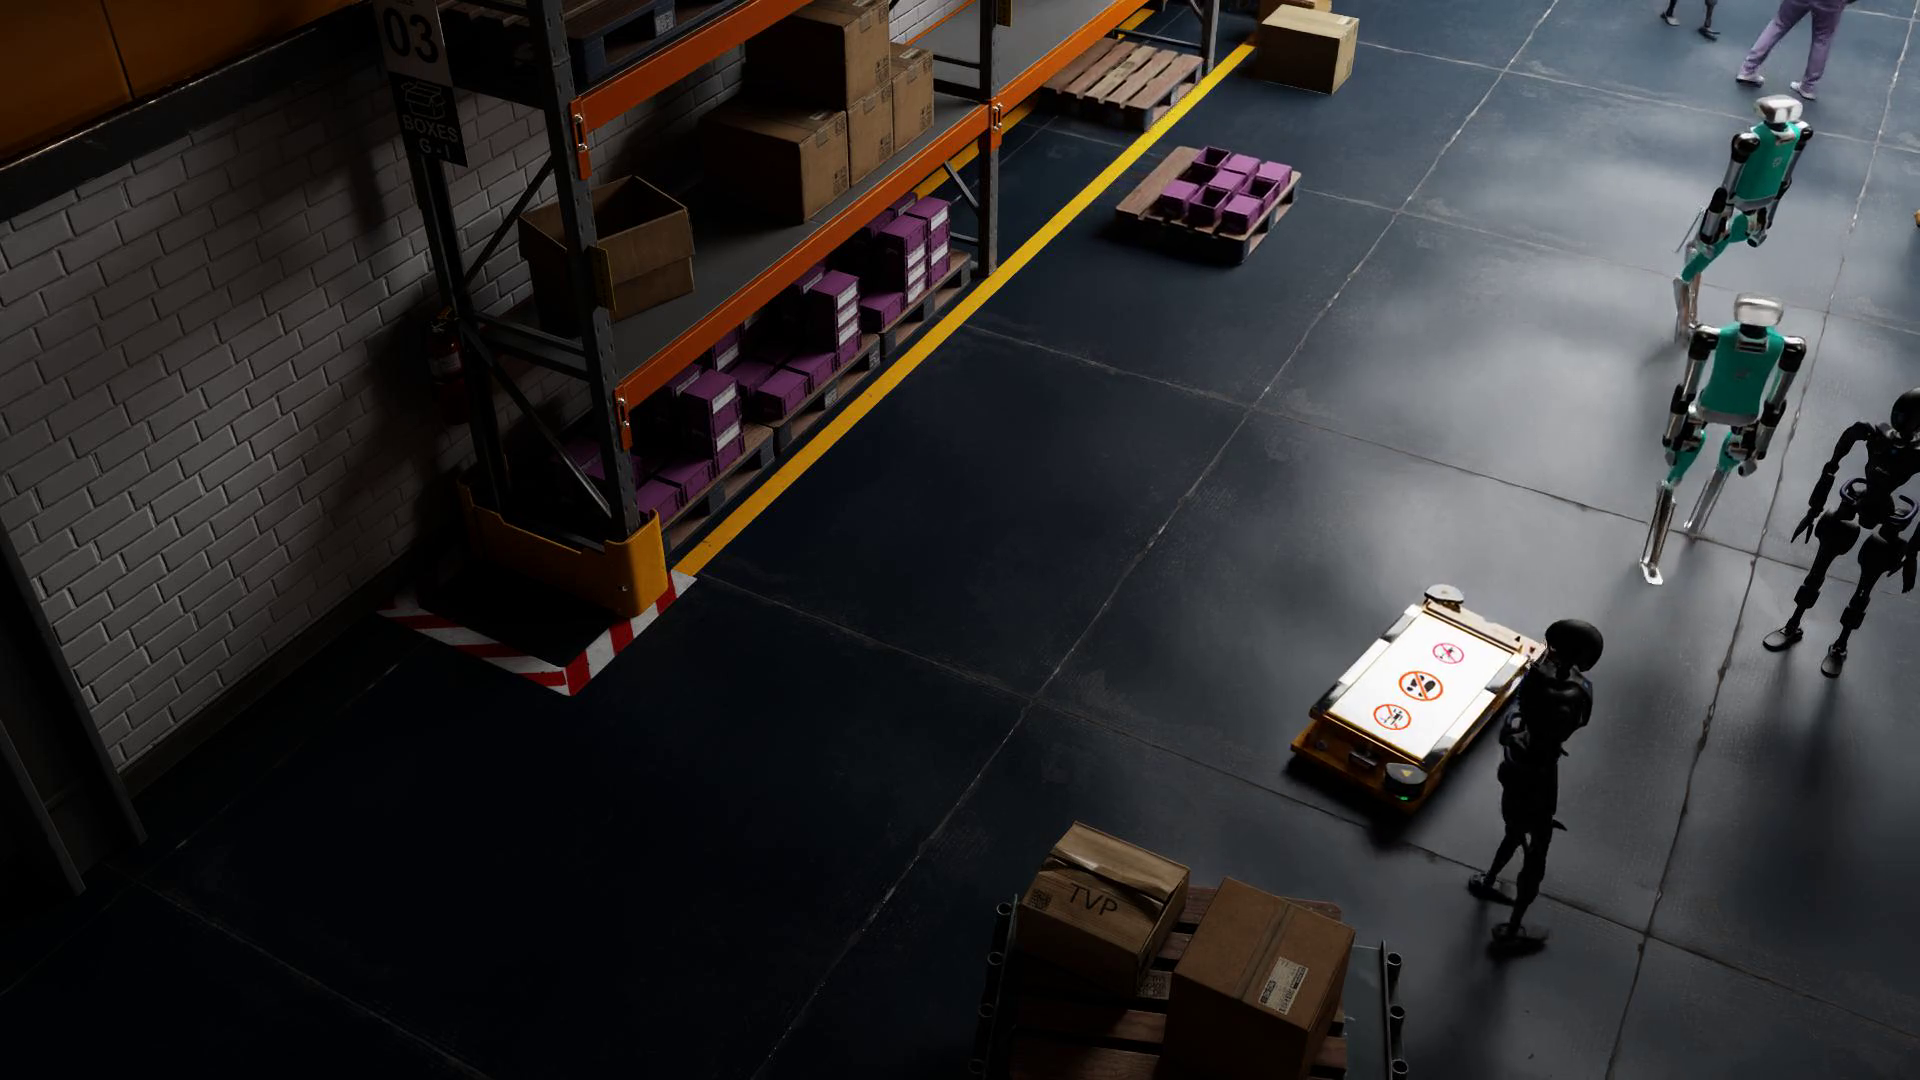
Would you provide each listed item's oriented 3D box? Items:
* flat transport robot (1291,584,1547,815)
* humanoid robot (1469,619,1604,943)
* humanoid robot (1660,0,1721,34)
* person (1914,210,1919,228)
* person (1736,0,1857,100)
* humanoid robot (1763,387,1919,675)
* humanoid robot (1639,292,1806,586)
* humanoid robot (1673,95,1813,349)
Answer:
[{"bbox_3d":[2.307,0.757,8.273,0.659,0.231,1.431,28,46,30],"label":"flat transport robot"},{"bbox_3d":[2.412,0.950,6.904,0.369,1.652,0.603,10,40,12],"label":"humanoid robot"},{"bbox_3d":[6.668,-5.335,14.771,0.610,1.638,0.652,-5,39,-7],"label":"humanoid robot"},{"bbox_3d":[7.273,-3.061,11.753,0.572,1.889,0.374,23,44,26],"label":"person"},{"bbox_3d":[7.027,-4.529,13.615,0.739,1.859,0.424,24,45,27],"label":"person"},{"bbox_3d":[4.435,-0.045,8.140,0.315,1.653,0.599,-31,48,-33],"label":"humanoid robot"},{"bbox_3d":[4.004,-0.637,8.869,0.550,1.783,0.856,11,40,13],"label":"humanoid robot"},{"bbox_3d":[4.831,-2.050,10.648,0.541,1.838,0.734,-13,40,-15],"label":"humanoid robot"}]
